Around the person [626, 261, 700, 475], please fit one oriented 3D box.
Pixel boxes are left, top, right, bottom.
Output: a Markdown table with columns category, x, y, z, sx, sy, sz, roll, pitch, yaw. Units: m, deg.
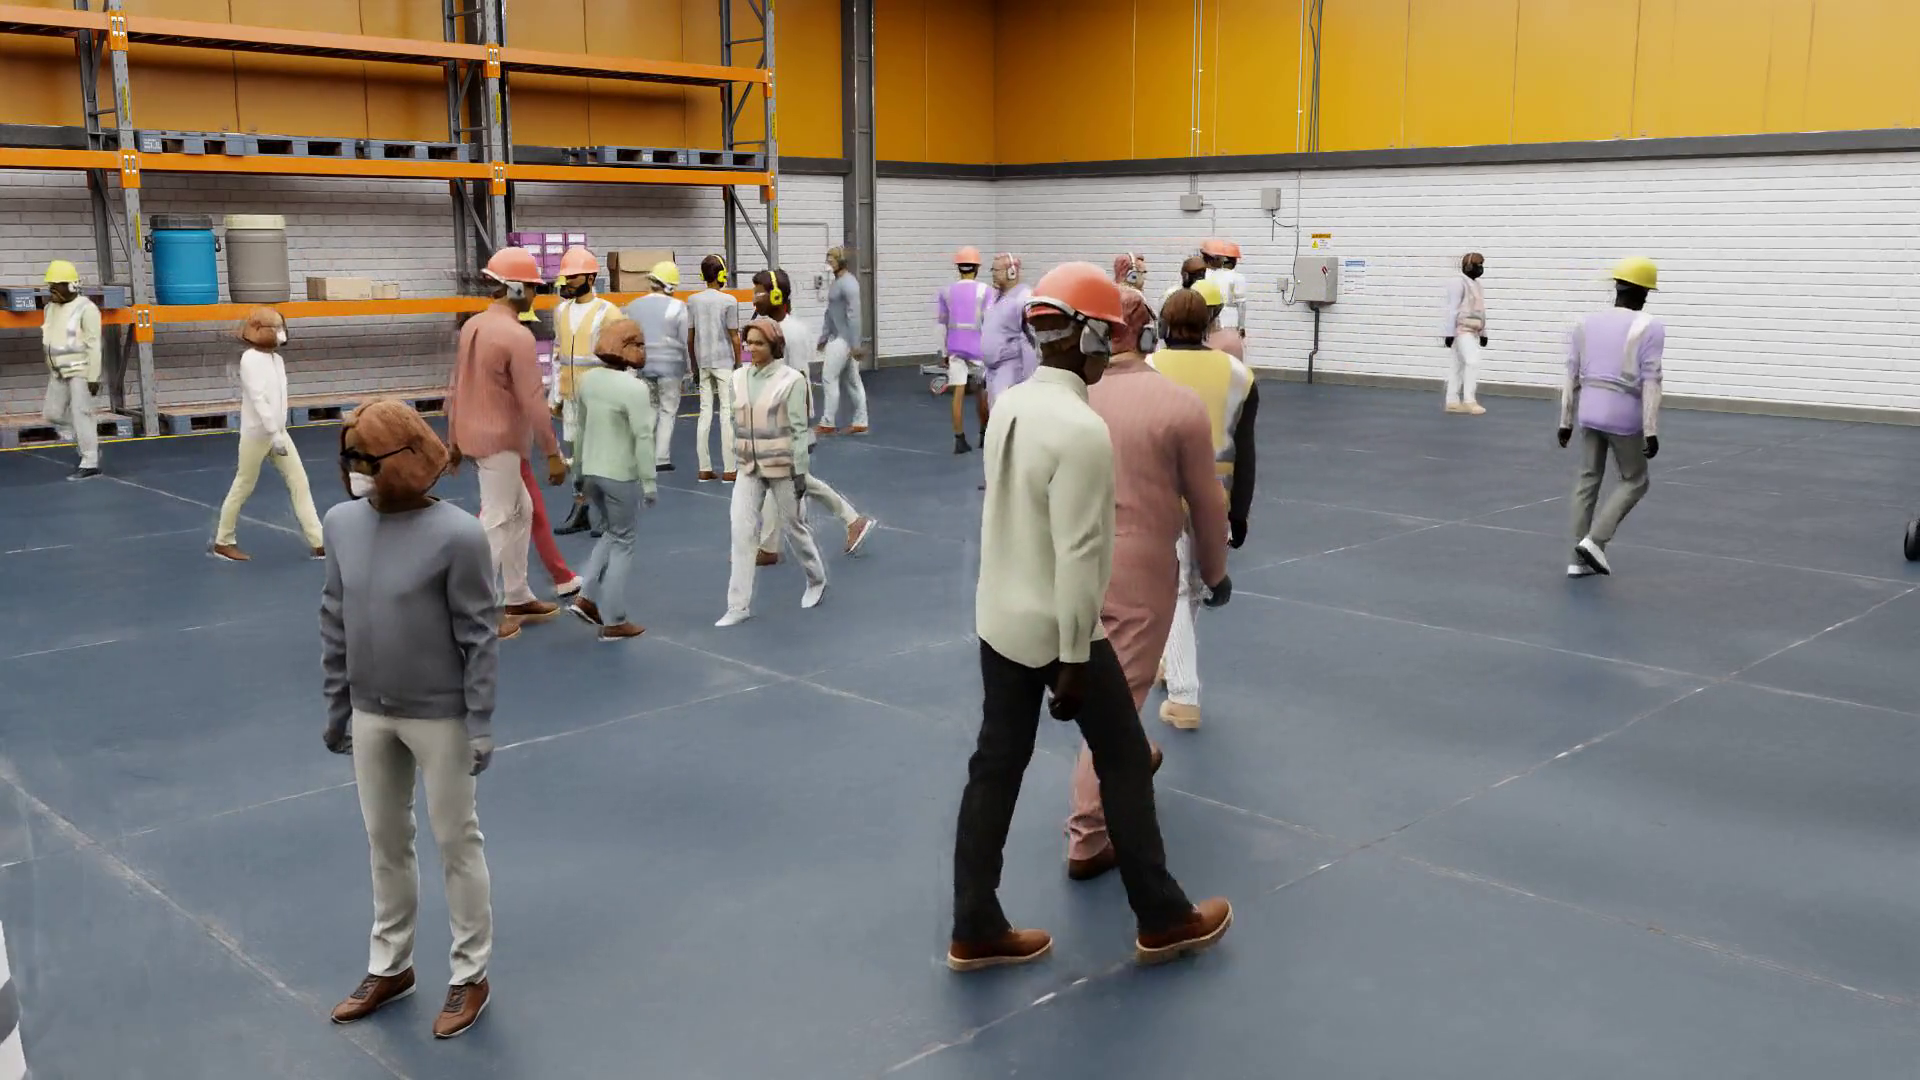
| category | x | y | z | sx | sy | sz | roll | pitch | yaw |
| --- | --- | --- | --- | --- | --- | --- | --- | --- | --- |
| person | -2.512 | -1.443 | 14.056 | 0.599 | 1.807 | 0.424 | 4 | 11 | 21 |

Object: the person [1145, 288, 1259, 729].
| category | x | y | z | sx | sy | sz | roll | pitch | yaw |
| --- | --- | --- | --- | --- | --- | --- | --- | --- | --- |
| person | 0.888 | -0.163 | 7.090 | 0.645 | 1.789 | 0.955 | -2 | 11 | -12 |

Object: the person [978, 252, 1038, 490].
| category | x | y | z | sx | sy | sz | roll | pitch | yaw |
| --- | --- | --- | --- | --- | --- | --- | --- | --- | --- |
| person | 0.385 | -1.323 | 13.158 | 0.485 | 1.890 | 0.652 | -4 | 11 | -21 |

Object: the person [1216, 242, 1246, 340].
| category | x | y | z | sx | sy | sz | roll | pitch | yaw |
| --- | --- | --- | --- | --- | --- | --- | --- | --- | --- |
| person | 3.236 | -2.633 | 20.183 | 0.551 | 1.934 | 0.373 | 9 | 14 | 40 |

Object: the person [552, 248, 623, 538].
| category | x | y | z | sx | sy | sz | roll | pitch | yaw |
| --- | --- | --- | --- | --- | --- | --- | --- | --- | --- |
| person | -2.517 | -0.981 | 11.177 | 0.551 | 1.937 | 0.357 | 5 | 11 | 25 |

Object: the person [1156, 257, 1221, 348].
| category | x | y | z | sx | sy | sz | roll | pitch | yaw |
| --- | --- | --- | --- | --- | --- | --- | --- | --- | --- |
| person | 2.038 | -1.581 | 14.752 | 0.627 | 1.834 | 0.431 | -4 | 11 | -23 |

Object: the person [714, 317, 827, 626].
| category | x | y | z | sx | sy | sz | roll | pitch | yaw |
| --- | --- | --- | --- | --- | --- | --- | --- | --- | --- |
| person | -0.978 | -0.373 | 8.822 | 0.529 | 1.620 | 0.799 | 6 | 12 | 29 |

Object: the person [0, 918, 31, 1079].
| category | x | y | z | sx | sy | sz | roll | pitch | yaw |
| --- | --- | --- | --- | --- | --- | --- | --- | --- | --- |
| person | -1.189 | 0.757 | 1.943 | 0.907 | 1.853 | 0.575 | -10 | 14 | -43 |

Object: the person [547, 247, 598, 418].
| category | x | y | z | sx | sy | sz | roll | pitch | yaw |
| --- | --- | --- | --- | --- | --- | --- | --- | --- | --- |
| person | -4.157 | -2.268 | 18.343 | 1.017 | 1.895 | 0.644 | -5 | 12 | -27 |

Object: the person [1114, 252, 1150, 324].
| category | x | y | z | sx | sy | sz | roll | pitch | yaw |
| --- | --- | --- | --- | --- | --- | --- | --- | --- | --- |
| person | 1.207 | -1.096 | 11.903 | 0.422 | 1.905 | 0.657 | -1 | 10 | -7 |

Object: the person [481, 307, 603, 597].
| category | x | y | z | sx | sy | sz | roll | pitch | yaw |
| --- | --- | --- | --- | --- | --- | --- | --- | --- | --- |
| person | -2.419 | -0.472 | 9.012 | 0.931 | 1.720 | 0.538 | -7 | 12 | -32 |

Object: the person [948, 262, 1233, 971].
| category | x | y | z | sx | sy | sz | roll | pitch | yaw |
| --- | --- | --- | --- | --- | --- | --- | --- | --- | --- |
| person | 0.365 | 0.226 | 4.589 | 0.922 | 1.944 | 0.605 | -5 | 12 | -26 |

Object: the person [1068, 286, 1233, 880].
| category | x | y | z | sx | sy | sz | roll | pitch | yaw |
| --- | --- | --- | --- | --- | --- | --- | --- | --- | --- |
| person | 0.564 | 0.107 | 5.482 | 0.639 | 1.848 | 1.002 | 6 | 12 | 31 |

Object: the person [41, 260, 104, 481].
| category | x | y | z | sx | sy | sz | roll | pitch | yaw |
| --- | --- | --- | --- | --- | --- | --- | --- | --- | --- |
| person | -7.312 | -1.388 | 13.708 | 0.616 | 1.815 | 0.422 | 5 | 12 | 25 |

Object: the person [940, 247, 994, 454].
| category | x | y | z | sx | sy | sz | roll | pitch | yaw |
| --- | --- | --- | --- | --- | --- | --- | --- | --- | --- |
| person | 0.107 | -1.788 | 15.645 | 0.583 | 1.904 | 0.836 | 3 | 11 | 18 |

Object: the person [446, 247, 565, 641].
| category | x | y | z | sx | sy | sz | roll | pitch | yaw |
| --- | --- | --- | --- | --- | --- | --- | --- | --- | --- |
| person | -2.252 | -0.479 | 8.373 | 0.779 | 1.959 | 0.693 | -9 | 14 | -41 |

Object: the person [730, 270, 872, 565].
| category | x | y | z | sx | sy | sz | roll | pitch | yaw |
| --- | --- | --- | --- | --- | --- | --- | --- | --- | --- |
| person | -0.975 | -0.751 | 10.267 | 0.862 | 1.826 | 0.540 | -3 | 11 | -14 |

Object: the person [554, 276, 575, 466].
| category | x | y | z | sx | sy | sz | roll | pitch | yaw |
| --- | --- | --- | --- | --- | --- | --- | --- | --- | --- |
| person | -3.309 | -1.484 | 14.396 | 0.526 | 1.765 | 0.329 | 10 | 14 | 44 |

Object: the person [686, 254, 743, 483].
| category | x | y | z | sx | sy | sz | roll | pitch | yaw |
| --- | --- | --- | --- | --- | --- | --- | --- | --- | --- |
| person | -1.989 | -1.398 | 13.634 | 0.513 | 1.872 | 0.328 | 4 | 11 | 22 |

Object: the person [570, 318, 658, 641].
| category | x | y | z | sx | sy | sz | roll | pitch | yaw |
| --- | --- | --- | --- | --- | --- | --- | --- | --- | --- |
| person | -1.734 | -0.301 | 8.345 | 0.545 | 1.611 | 0.356 | 8 | 13 | 38 |

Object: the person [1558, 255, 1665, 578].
| category | x | y | z | sx | sy | sz | roll | pitch | yaw |
| --- | --- | --- | --- | --- | --- | --- | --- | --- | --- |
| person | 3.819 | -0.705 | 9.753 | 0.443 | 1.901 | 0.698 | -7 | 12 | -33 |

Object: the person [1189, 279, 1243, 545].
| category | x | y | z | sx | sy | sz | roll | pitch | yaw |
| --- | --- | --- | --- | --- | --- | --- | --- | --- | --- |
| person | 1.525 | -0.750 | 10.444 | 0.433 | 1.753 | 0.531 | -8 | 13 | -38 |

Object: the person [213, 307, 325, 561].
| category | x | y | z | sx | sy | sz | roll | pitch | yaw |
| --- | --- | --- | --- | --- | --- | --- | --- | --- | --- |
| person | -4.274 | -0.643 | 10.295 | 0.877 | 1.586 | 0.494 | 1 | 10 | 7 |

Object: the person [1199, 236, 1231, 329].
| category | x | y | z | sx | sy | sz | roll | pitch | yaw |
| --- | --- | --- | --- | --- | --- | --- | --- | --- | --- |
| person | 2.543 | -2.179 | 17.500 | 0.786 | 2.014 | 0.618 | -6 | 12 | -28 |

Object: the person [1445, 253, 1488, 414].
| category | x | y | z | sx | sy | sz | roll | pitch | yaw |
| --- | --- | --- | --- | --- | --- | --- | --- | --- | --- |
| person | 5.839 | -2.336 | 18.872 | 0.691 | 1.817 | 0.667 | 8 | 13 | 37 |

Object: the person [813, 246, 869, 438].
| category | x | y | z | sx | sy | sz | roll | pitch | yaw |
| --- | --- | --- | --- | --- | --- | --- | --- | --- | --- |
| person | -1.282 | -1.982 | 16.725 | 0.817 | 1.909 | 0.635 | -2 | 11 | -11 |

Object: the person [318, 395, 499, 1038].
| category | x | y | z | sx | sy | sz | roll | pitch | yaw |
| --- | --- | --- | --- | --- | --- | --- | --- | --- | --- |
| person | -1.396 | 0.448 | 4.211 | 0.500 | 1.633 | 0.289 | 4 | 11 | 20 |
